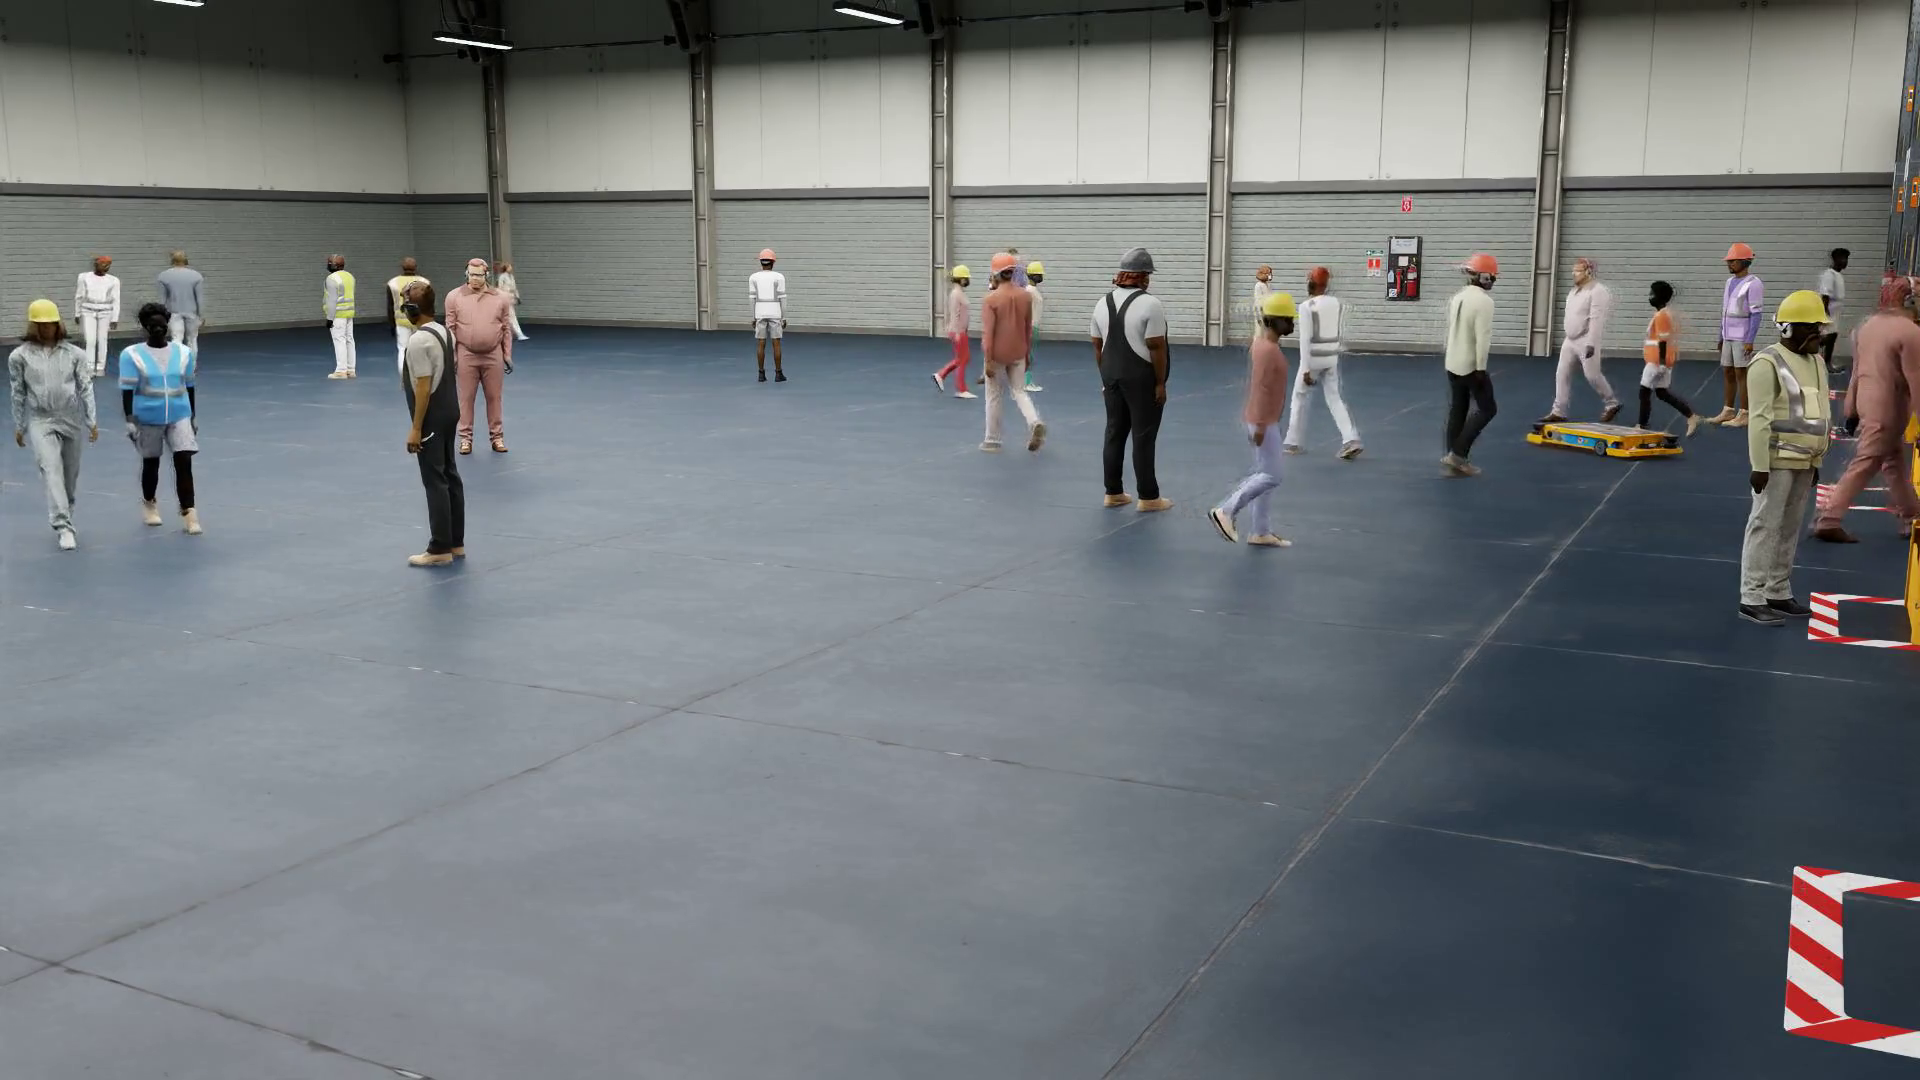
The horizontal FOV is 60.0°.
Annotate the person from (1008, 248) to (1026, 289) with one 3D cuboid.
[{"bbox_3d":[0.994,-4.712,32.273,1.034,1.894,0.635,7,13,34],"label":"person"}]

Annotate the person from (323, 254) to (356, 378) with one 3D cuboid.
[{"bbox_3d":[-9.280,-3.336,24.862,0.429,1.846,0.630,2,11,9],"label":"person"}]

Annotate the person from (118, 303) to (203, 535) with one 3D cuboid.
[{"bbox_3d":[-5.787,-0.885,12.027,0.532,1.665,0.817,-8,13,-38],"label":"person"}]

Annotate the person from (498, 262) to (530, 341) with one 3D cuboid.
[{"bbox_3d":[-9.141,-4.819,33.643,0.877,1.594,0.517,2,11,9],"label":"person"}]

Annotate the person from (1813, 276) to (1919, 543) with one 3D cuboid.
[{"bbox_3d":[6.433,-0.884,11.485,1.013,1.851,0.664,1,10,3],"label":"person"}]

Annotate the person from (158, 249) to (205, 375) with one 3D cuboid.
[{"bbox_3d":[-11.758,-3.426,25.157,0.633,1.919,0.738,-3,11,-18],"label":"person"}]

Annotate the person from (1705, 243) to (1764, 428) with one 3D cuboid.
[{"bbox_3d":[8.600,-2.263,18.465,0.391,2.040,0.615,-1,10,-7],"label":"person"}]

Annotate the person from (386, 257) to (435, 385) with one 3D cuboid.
[{"bbox_3d":[-7.654,-3.018,23.194,0.635,1.829,0.630,-2,11,-9],"label":"person"}]

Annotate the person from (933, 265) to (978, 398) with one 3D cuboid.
[{"bbox_3d":[-0.060,-2.727,21.803,0.554,1.752,0.530,2,11,13],"label":"person"}]

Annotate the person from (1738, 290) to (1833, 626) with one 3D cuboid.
[{"bbox_3d":[4.558,-0.450,9.154,0.602,1.830,0.404,-7,13,-34],"label":"person"}]

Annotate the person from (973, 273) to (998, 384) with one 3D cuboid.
[{"bbox_3d":[0.587,-3.038,23.877,0.789,1.604,0.498,-6,12,-31],"label":"person"}]

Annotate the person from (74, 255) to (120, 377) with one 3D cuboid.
[{"bbox_3d":[-12.929,-3.347,24.941,0.659,1.832,0.733,-5,11,-24],"label":"person"}]

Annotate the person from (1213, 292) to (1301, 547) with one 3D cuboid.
[{"bbox_3d":[2.056,-0.801,11.300,0.475,1.756,0.534,3,11,14],"label":"person"}]

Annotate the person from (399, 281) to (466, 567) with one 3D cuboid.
[{"bbox_3d":[-3.416,-0.745,10.746,0.343,1.839,0.506,1,10,6],"label":"person"}]

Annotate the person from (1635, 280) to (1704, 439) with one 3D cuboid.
[{"bbox_3d":[7.339,-1.852,17.255,0.741,1.672,0.538,5,11,25],"label":"person"}]

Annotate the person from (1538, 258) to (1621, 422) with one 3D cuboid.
[{"bbox_3d":[7.130,-2.261,18.934,0.912,1.874,0.645,-3,11,-17],"label":"person"}]

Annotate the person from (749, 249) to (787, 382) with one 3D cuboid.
[{"bbox_3d":[-2.786,-3.268,24.242,0.544,1.935,0.361,1,10,6],"label":"person"}]

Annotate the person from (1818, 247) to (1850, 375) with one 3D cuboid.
[{"bbox_3d":[13.281,-3.500,25.466,0.553,1.949,0.625,9,14,41],"label":"person"}]

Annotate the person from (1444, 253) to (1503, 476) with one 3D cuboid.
[{"bbox_3d":[4.520,-1.533,14.660,0.441,1.974,0.656,-3,11,-14],"label":"person"}]

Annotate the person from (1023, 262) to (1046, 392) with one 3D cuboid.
[{"bbox_3d":[1.013,-2.911,22.757,0.322,1.767,0.533,2,11,8],"label":"person"}]

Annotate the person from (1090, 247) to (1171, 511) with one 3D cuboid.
[{"bbox_3d":[1.387,-1.258,12.992,0.535,2.000,0.673,-10,14,-42],"label":"person"}]

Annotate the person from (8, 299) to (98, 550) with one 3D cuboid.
[{"bbox_3d":[-6.275,-0.817,11.534,0.494,1.697,0.900,-9,14,-41],"label":"person"}]

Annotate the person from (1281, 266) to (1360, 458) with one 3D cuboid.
[{"bbox_3d":[3.486,-1.706,16.004,0.577,1.843,0.972,-6,12,-28],"label":"person"}]

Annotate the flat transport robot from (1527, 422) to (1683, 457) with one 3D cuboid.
[{"bbox_3d":[6.364,-1.008,16.459,0.652,0.197,1.431,-4,11,-21],"label":"flat transport robot"}]

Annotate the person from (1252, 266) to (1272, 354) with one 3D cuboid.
[{"bbox_3d":[4.952,-3.656,27.178,0.285,1.633,0.499,6,12,29],"label":"person"}]

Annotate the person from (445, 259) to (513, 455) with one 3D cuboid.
[{"bbox_3d":[-4.695,-1.790,16.277,0.636,1.902,0.406,-5,11,-23],"label":"person"}]

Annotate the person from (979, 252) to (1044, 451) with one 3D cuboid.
[{"bbox_3d":[0.488,-1.814,16.214,0.624,1.975,0.825,-6,12,-30],"label":"person"}]
